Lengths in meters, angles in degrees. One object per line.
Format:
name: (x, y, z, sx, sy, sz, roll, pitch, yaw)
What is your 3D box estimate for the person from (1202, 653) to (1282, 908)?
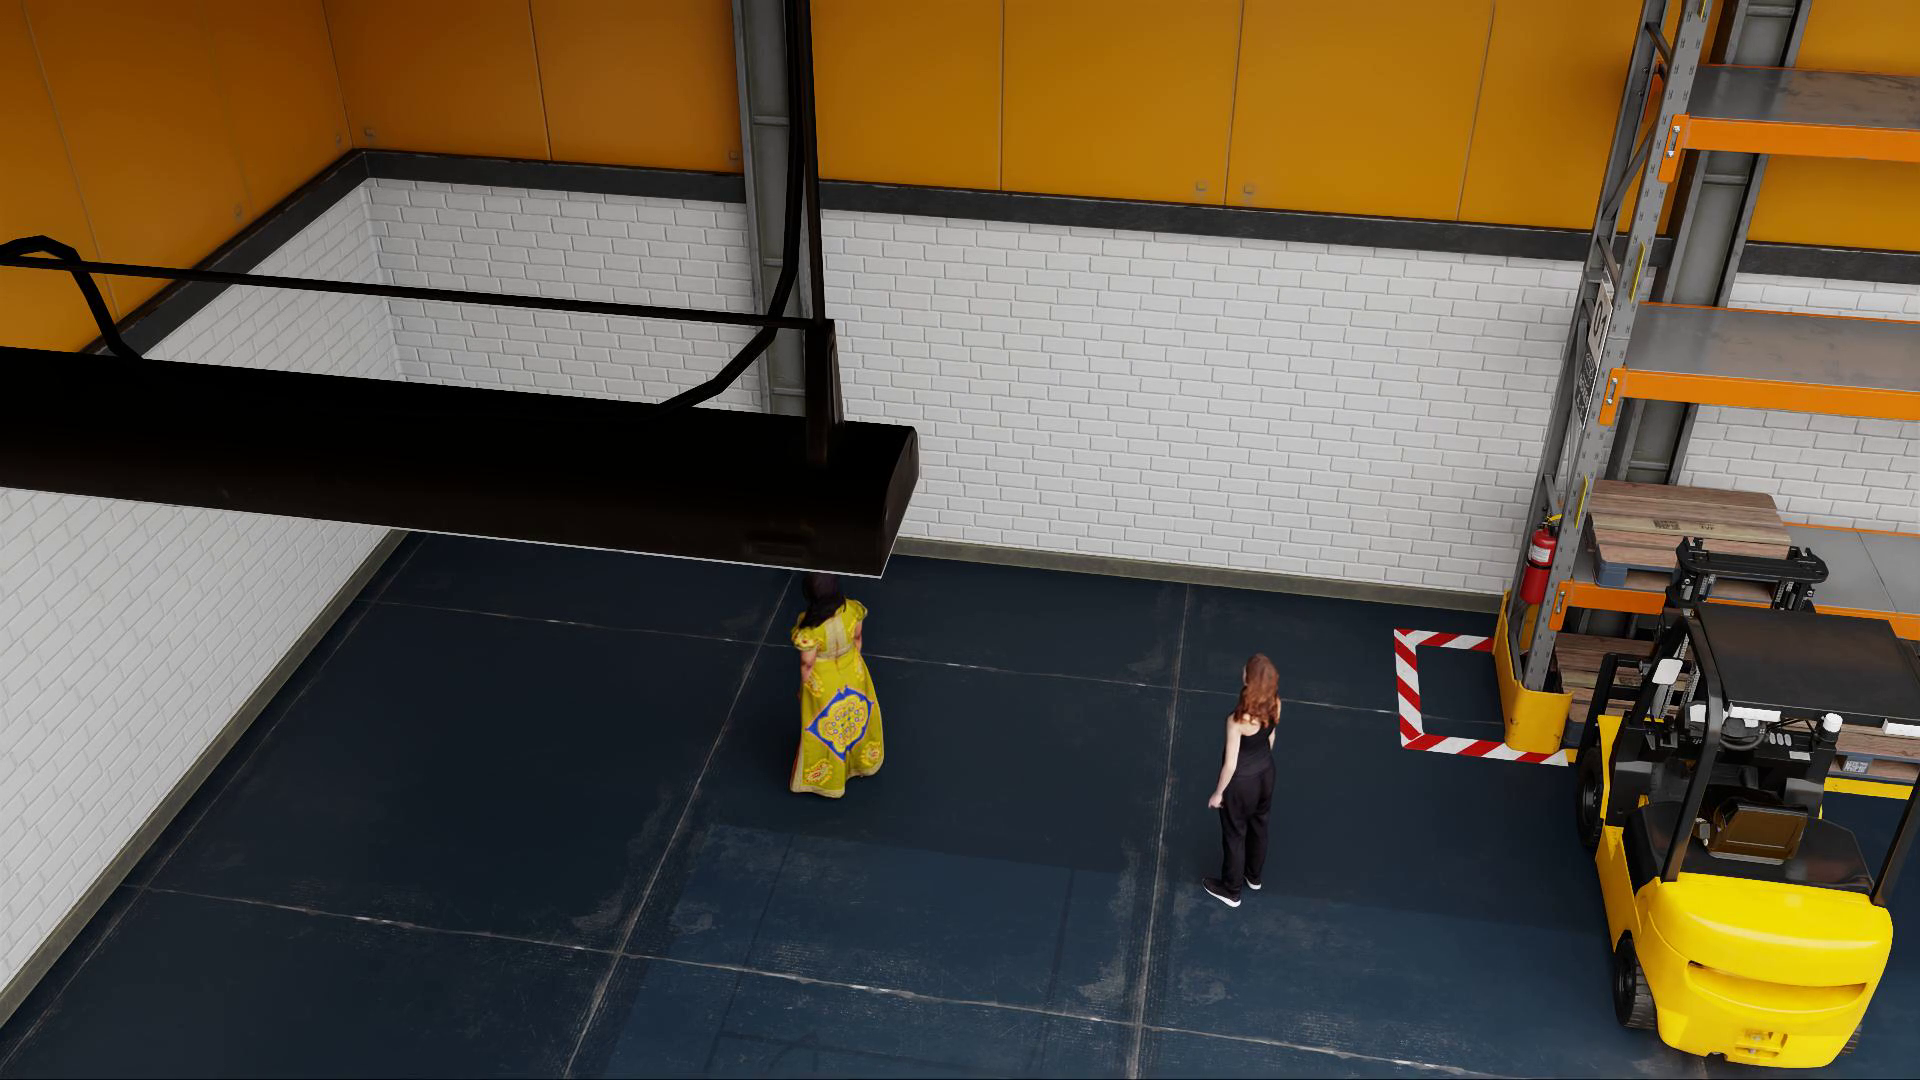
person: (1.656, 1.372, 9.531, 0.665, 1.748, 0.712, -24, 40, -32)

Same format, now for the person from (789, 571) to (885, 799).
person: (-0.799, 0.872, 10.372, 1.001, 1.659, 1.049, -23, 40, -31)
